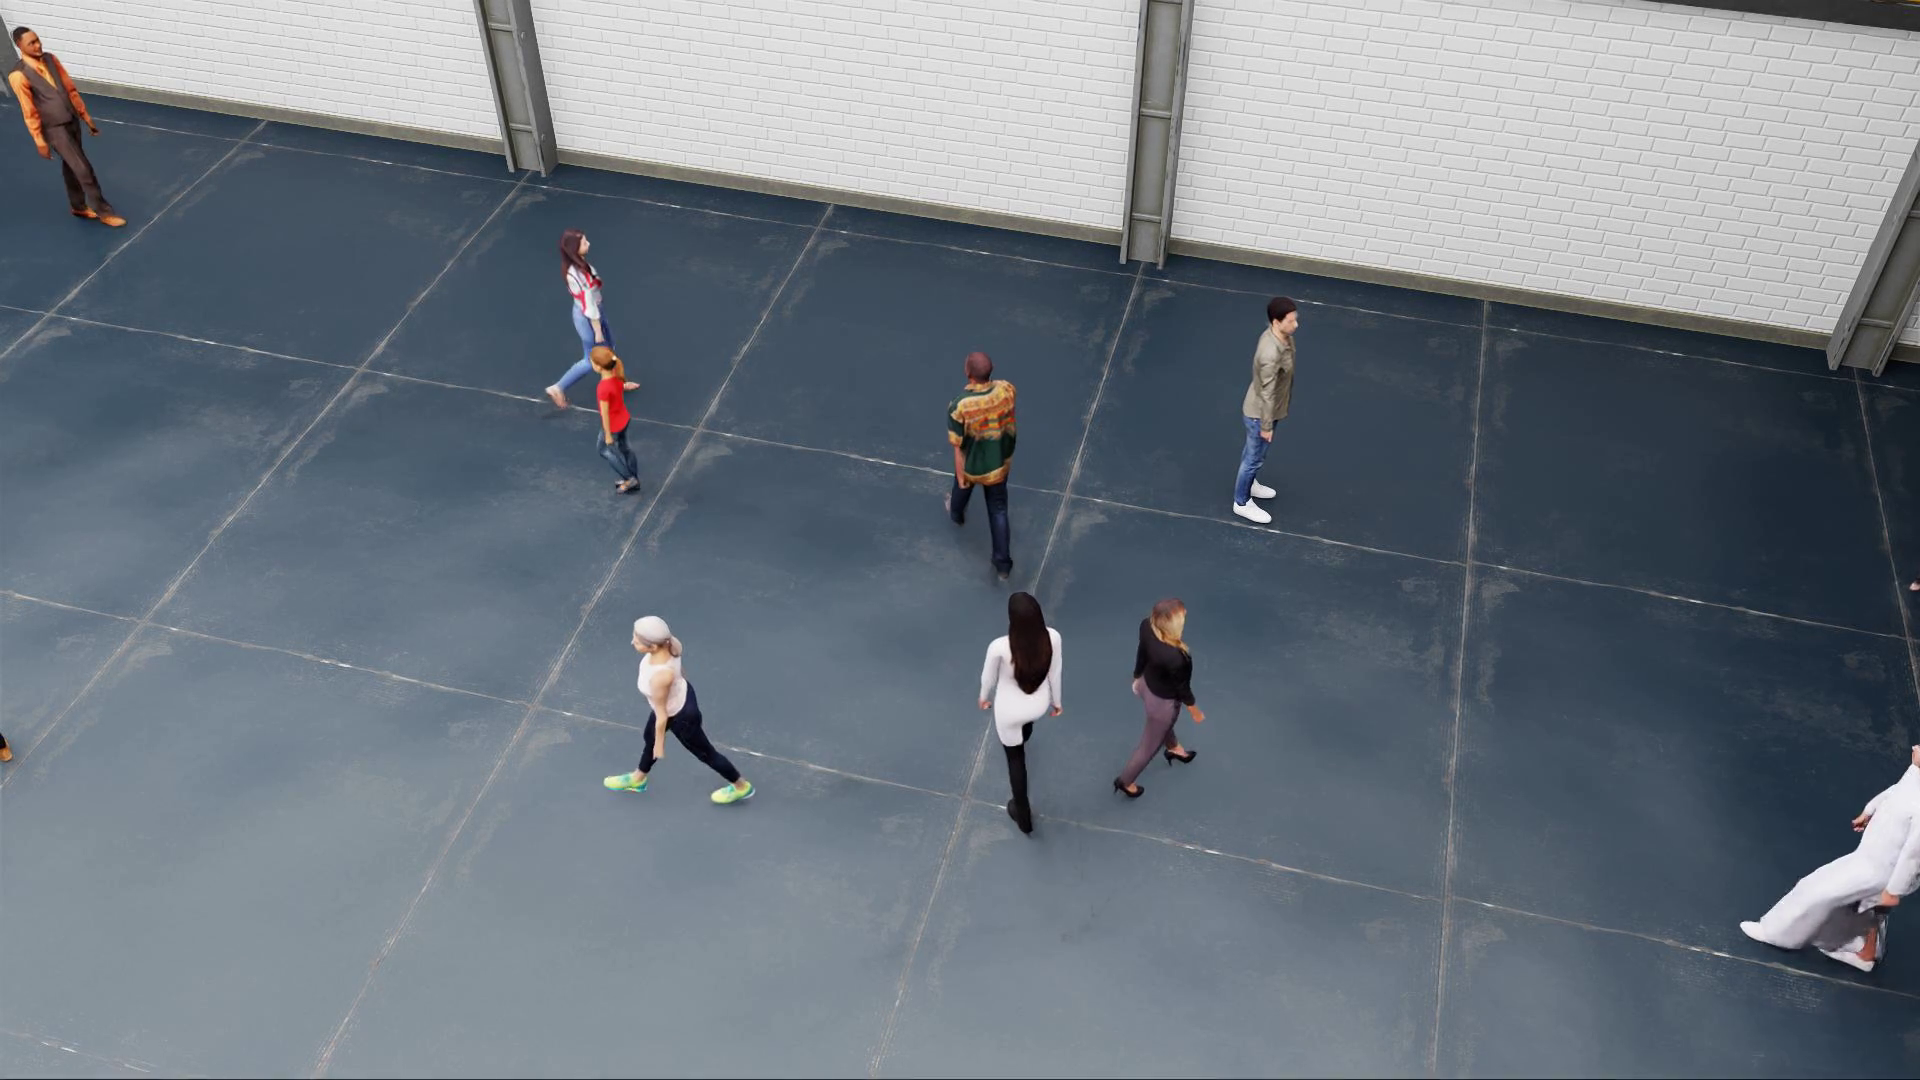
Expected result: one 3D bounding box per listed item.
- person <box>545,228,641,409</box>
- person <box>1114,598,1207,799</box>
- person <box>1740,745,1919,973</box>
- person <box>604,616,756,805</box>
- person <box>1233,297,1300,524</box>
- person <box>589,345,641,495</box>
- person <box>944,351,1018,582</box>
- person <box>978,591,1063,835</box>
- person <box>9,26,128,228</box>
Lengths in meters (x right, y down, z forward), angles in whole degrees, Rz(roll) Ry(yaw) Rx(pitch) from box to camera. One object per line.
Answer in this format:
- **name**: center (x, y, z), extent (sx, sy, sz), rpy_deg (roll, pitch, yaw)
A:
- **person**: center (-2.967, -1.700, 12.954), extent (1.069, 1.594, 0.955), rpy_deg (-16, 46, -17)
- **person**: center (1.143, 1.011, 10.072), extent (0.971, 1.645, 0.865), rpy_deg (-14, 45, -14)
- **person**: center (5.155, 1.768, 9.089), extent (1.072, 1.904, 0.870), rpy_deg (20, 47, 20)
- **person**: center (-1.608, 1.068, 10.010), extent (1.252, 1.646, 0.917), rpy_deg (-4, 44, -4)
- **person**: center (2.191, -0.962, 11.982), extent (0.547, 1.867, 0.696), rpy_deg (11, 45, 11)
- **person**: center (-2.481, -0.858, 12.286), extent (0.485, 1.296, 0.490), rpy_deg (10, 44, 10)
- **person**: center (0.208, -0.496, 11.573), extent (1.247, 1.756, 1.202), rpy_deg (-15, 46, -15)
- **person**: center (0.373, 1.064, 9.933), extent (1.095, 1.759, 1.051), rpy_deg (-13, 45, -13)
- **person**: center (-8.110, -3.684, 14.821), extent (0.882, 1.892, 0.702), rpy_deg (10, 45, 11)
